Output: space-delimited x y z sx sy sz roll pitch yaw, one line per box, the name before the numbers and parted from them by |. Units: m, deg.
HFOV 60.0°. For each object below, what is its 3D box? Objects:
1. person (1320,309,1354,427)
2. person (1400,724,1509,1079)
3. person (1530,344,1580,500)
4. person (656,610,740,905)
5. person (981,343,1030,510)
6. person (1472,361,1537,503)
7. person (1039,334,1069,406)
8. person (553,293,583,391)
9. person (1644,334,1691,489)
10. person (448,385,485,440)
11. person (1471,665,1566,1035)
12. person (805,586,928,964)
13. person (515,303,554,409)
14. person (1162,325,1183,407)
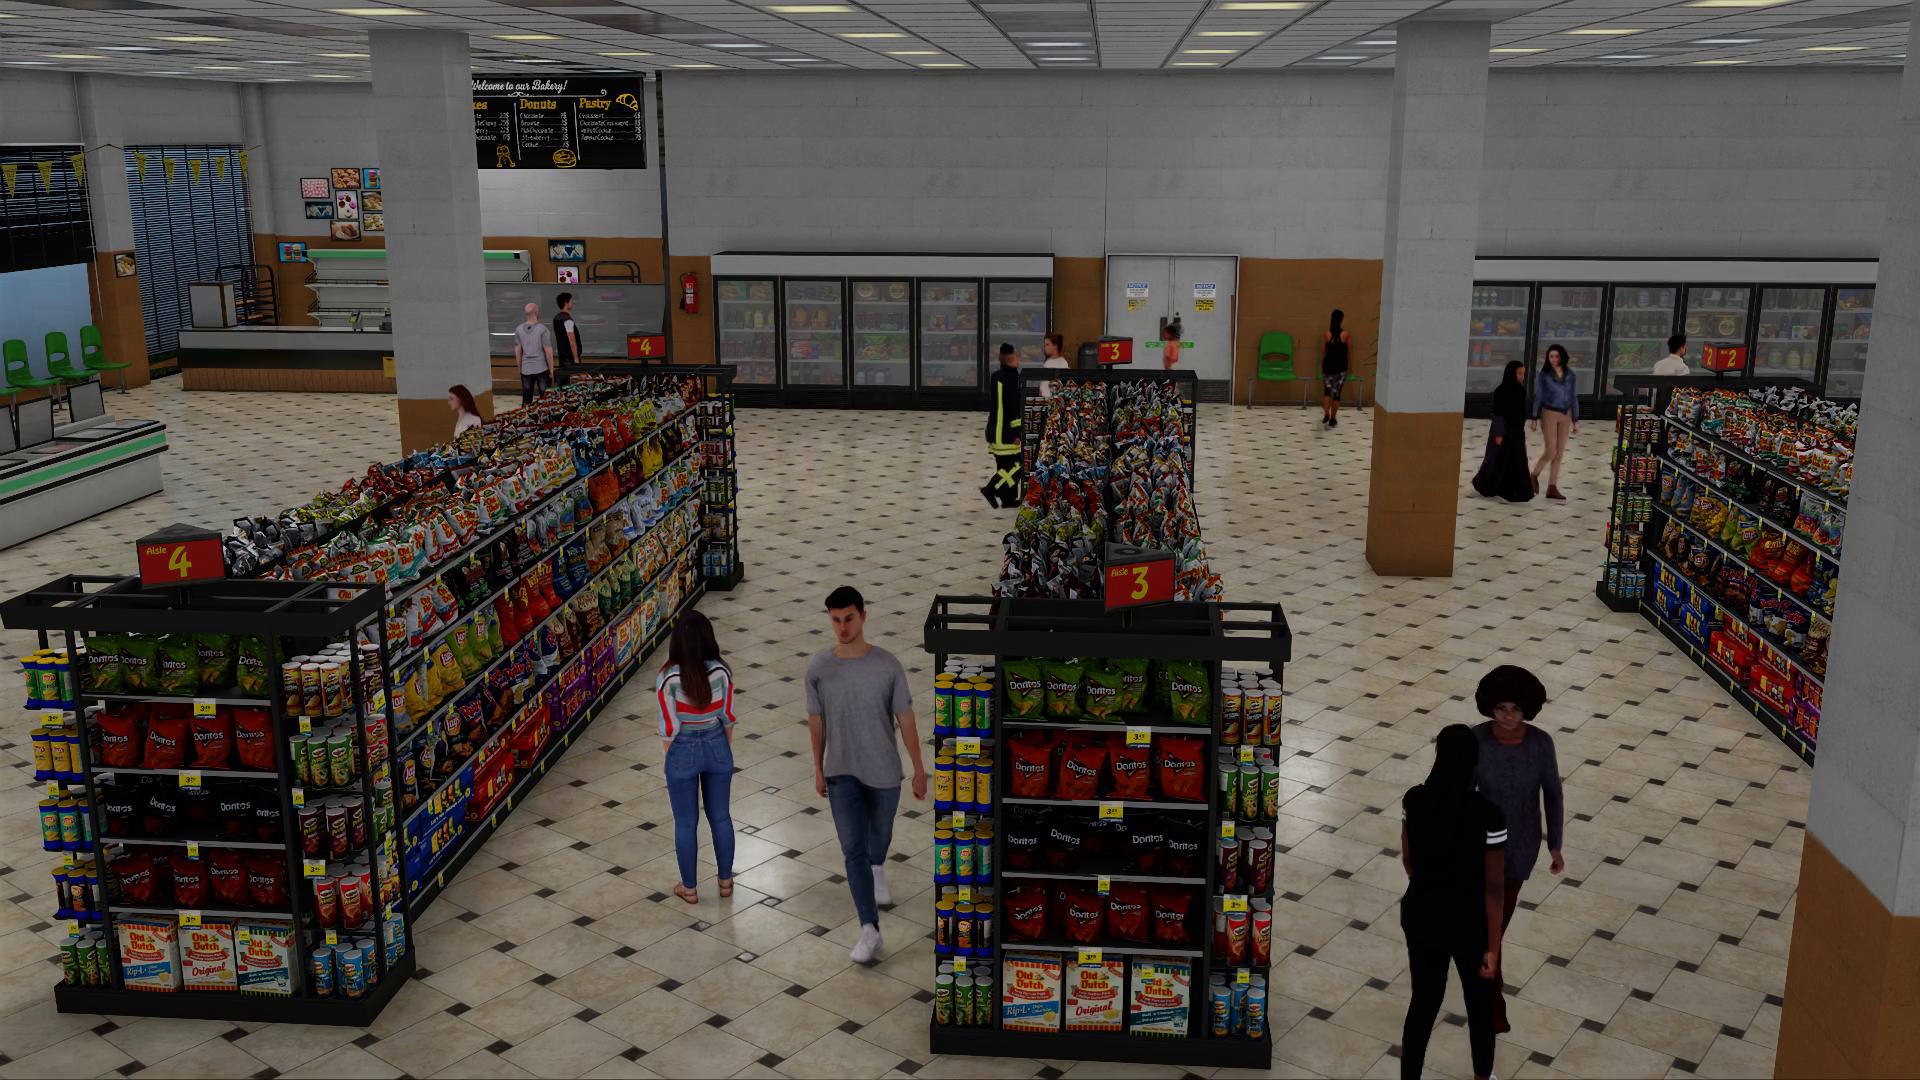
person | 5.313 -2.435 23.574 0.700 1.653 0.782 5 15 21
person | 1.949 1.606 6.778 0.874 1.719 0.996 11 18 39
person | 6.673 -1.345 18.844 0.684 1.766 0.759 -2 14 -10
person | -1.396 1.147 8.891 0.664 1.614 0.668 -6 15 -23
person | 0.445 -1.215 18.147 1.016 1.841 0.975 -6 15 -23
person | 6.116 -1.237 18.756 0.957 1.598 1.218 -6 15 -23
person | 1.205 -1.638 20.168 0.866 1.711 0.799 -6 15 -25
person | -5.667 -2.644 24.023 0.795 1.848 0.726 -10 17 -36
person | 8.163 -1.475 19.325 0.840 1.792 0.821 -2 14 -9
person | -4.551 -0.597 15.844 1.058 1.727 0.994 -13 18 -42
person | 2.533 1.384 7.801 0.599 1.668 1.066 1 14 3
person | -0.487 1.129 8.480 0.825 1.844 1.201 -1 14 -4
person | -5.805 -2.325 22.733 0.688 1.837 0.594 2 14 9
person | 3.190 -2.558 24.841 0.666 1.296 0.564 9 16 32
